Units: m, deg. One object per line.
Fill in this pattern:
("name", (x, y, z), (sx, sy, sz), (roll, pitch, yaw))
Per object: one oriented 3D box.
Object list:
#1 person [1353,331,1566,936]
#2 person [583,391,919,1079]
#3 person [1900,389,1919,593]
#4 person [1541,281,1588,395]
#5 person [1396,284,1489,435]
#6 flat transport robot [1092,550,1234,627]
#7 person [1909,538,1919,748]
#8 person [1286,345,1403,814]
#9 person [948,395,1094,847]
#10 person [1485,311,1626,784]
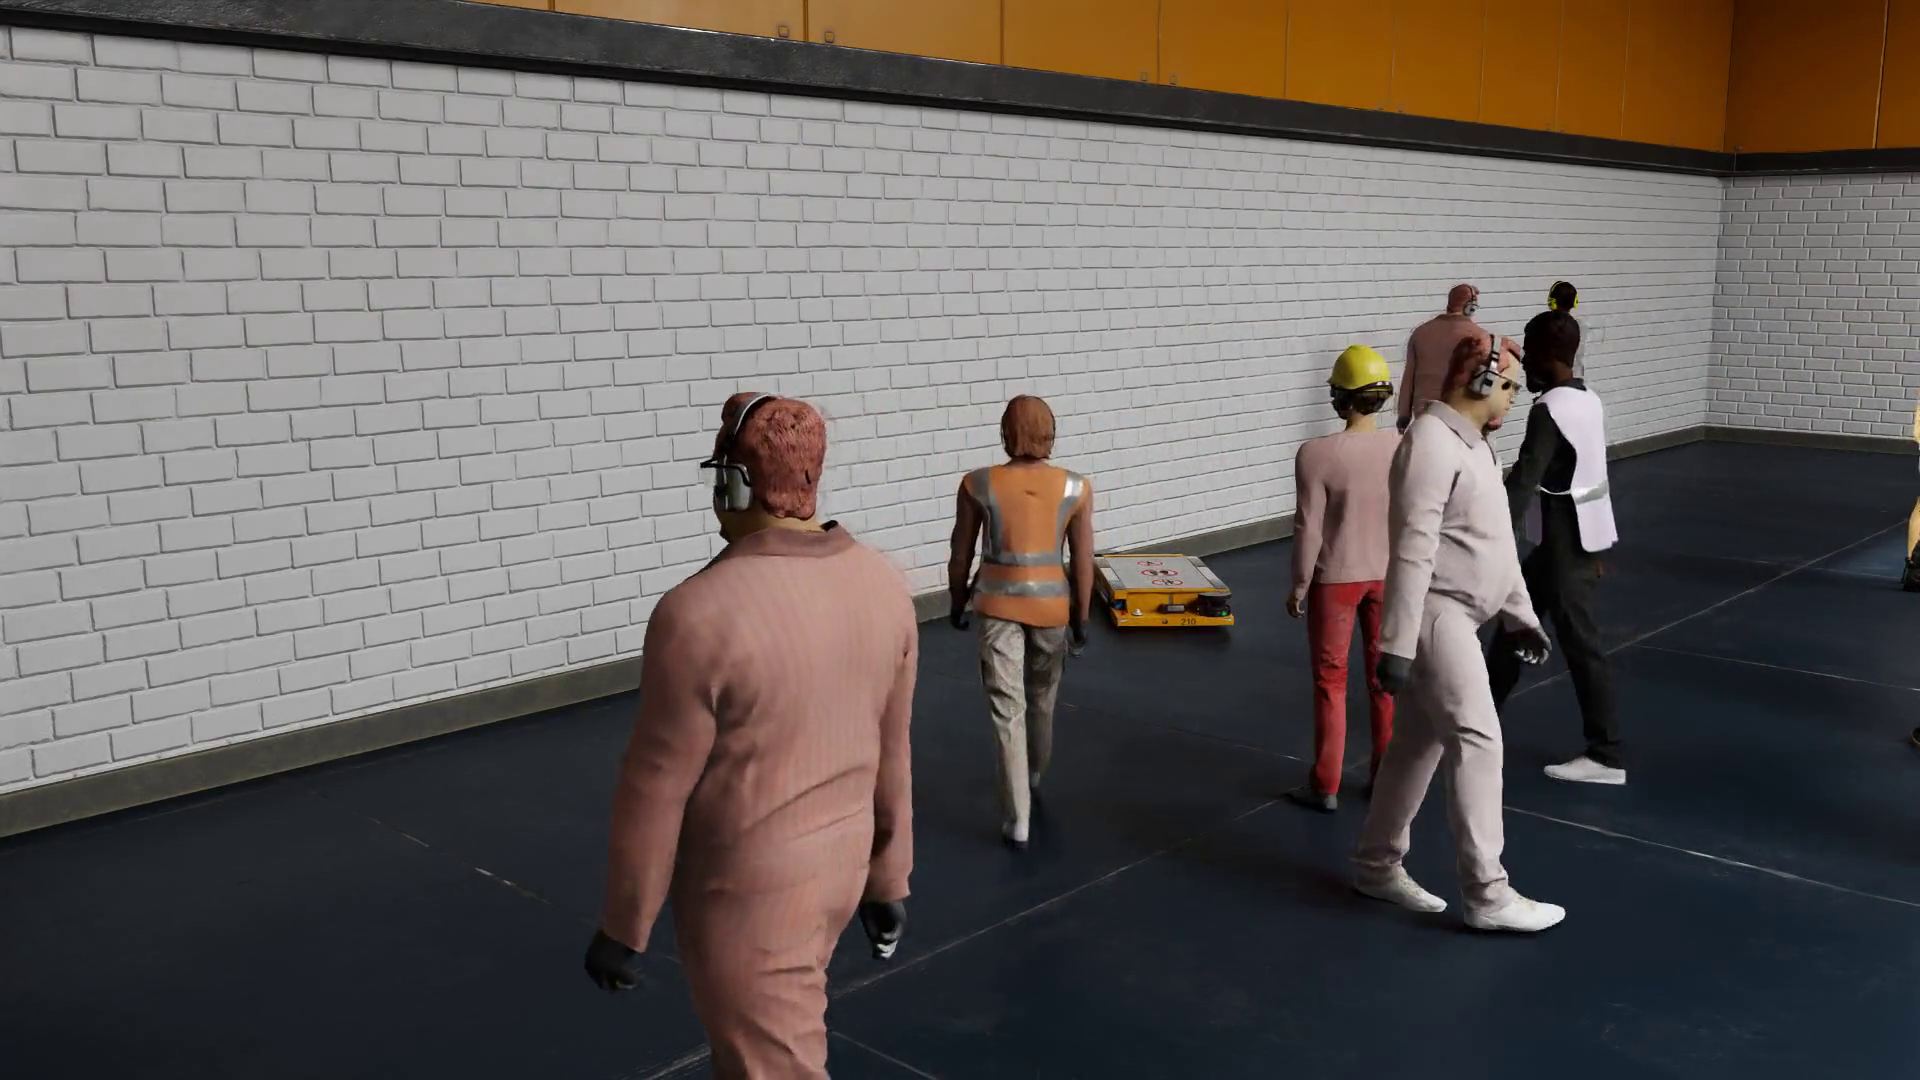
("person", (1.631, 0.290, 5.241), (0.768, 1.869, 0.681), (4, 11, 22))
("person", (-0.336, 0.653, 3.150), (0.960, 1.870, 0.635), (6, 12, 32))
("person", (6.098, -0.631, 10.266), (0.376, 1.936, 0.549), (6, 11, 30))
("person", (4.796, -1.131, 13.325), (0.514, 1.866, 0.332), (-7, 12, -36))
("person", (3.540, -0.909, 12.074), (0.763, 1.864, 0.639), (-7, 12, -34))
("flat transport robot", (1.159, 0.272, 9.868), (0.652, 0.197, 1.431), (0, 10, -3))
("person", (4.292, -0.056, 6.907), (0.600, 1.967, 0.367), (0, 10, 3))
("person", (1.483, 0.154, 6.277), (0.530, 1.772, 0.303), (-3, 10, -14))
("person", (0.220, 0.264, 6.151), (0.515, 1.594, 0.861), (-1, 10, -8))
("person", (2.294, 0.028, 6.715), (0.954, 1.871, 0.615), (5, 11, 27))
